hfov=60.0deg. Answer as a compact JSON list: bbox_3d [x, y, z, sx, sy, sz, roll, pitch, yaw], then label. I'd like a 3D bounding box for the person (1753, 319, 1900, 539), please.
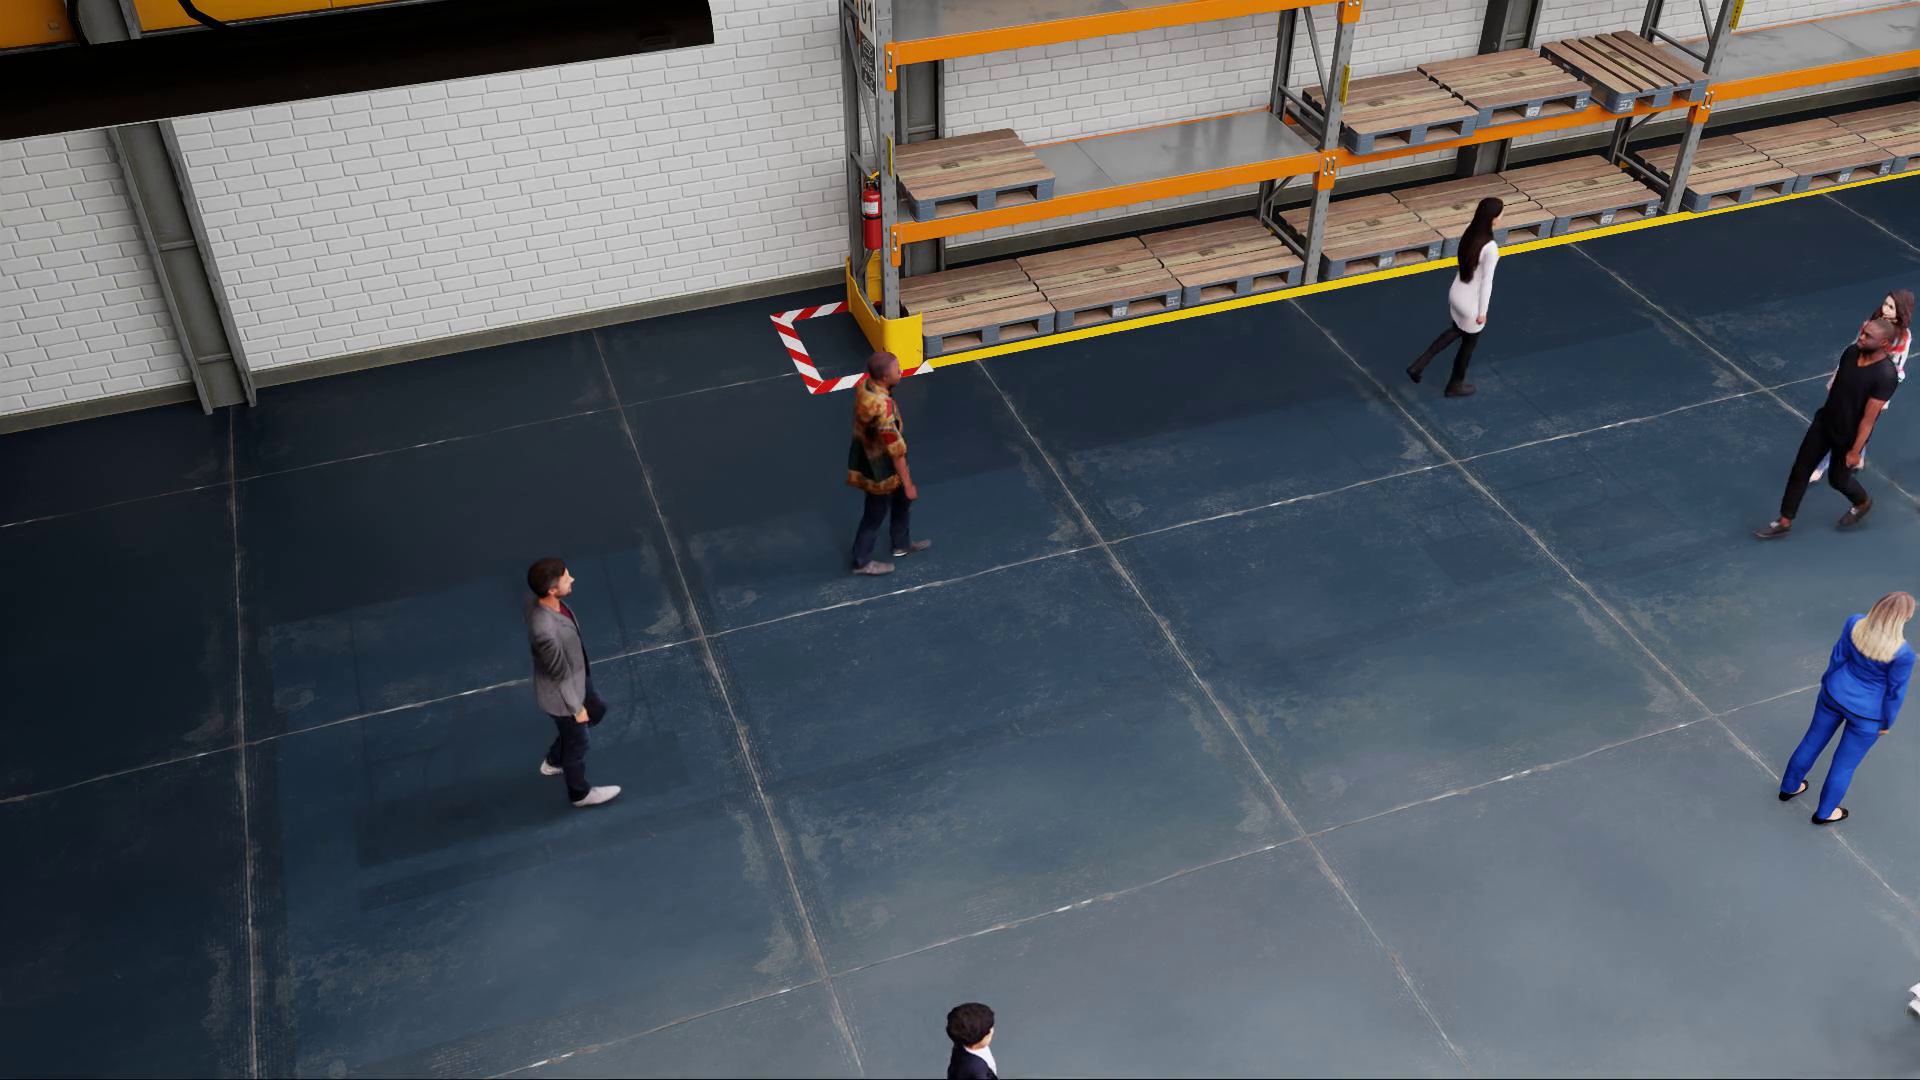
[{"bbox_3d":[6.306,-0.752,11.750,1.167,1.789,0.760,-8,39,-10],"label":"person"}]

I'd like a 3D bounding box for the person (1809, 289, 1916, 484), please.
[{"bbox_3d":[6.843,-1.154,12.417,0.901,1.585,0.637,-10,40,-12],"label":"person"}]

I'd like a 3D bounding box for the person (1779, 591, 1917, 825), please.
[{"bbox_3d":[5.186,0.965,9.671,0.571,1.700,0.639,-17,42,-20],"label":"person"}]

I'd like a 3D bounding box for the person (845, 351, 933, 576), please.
[{"bbox_3d":[-0.636,-0.480,11.413,0.913,1.784,0.780,-5,39,-6],"label":"person"}]

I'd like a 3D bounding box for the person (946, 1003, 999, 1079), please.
[{"bbox_3d":[-0.004,2.640,7.969,0.734,1.208,0.553,-8,39,-10],"label":"person"}]

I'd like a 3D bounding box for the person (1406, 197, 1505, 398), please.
[{"bbox_3d":[3.938,-1.889,13.171,0.857,1.793,0.642,-10,40,-13],"label":"person"}]

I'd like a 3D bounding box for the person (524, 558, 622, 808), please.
[{"bbox_3d":[-2.376,0.880,9.652,0.710,1.857,0.708,-10,40,-12],"label":"person"}]
